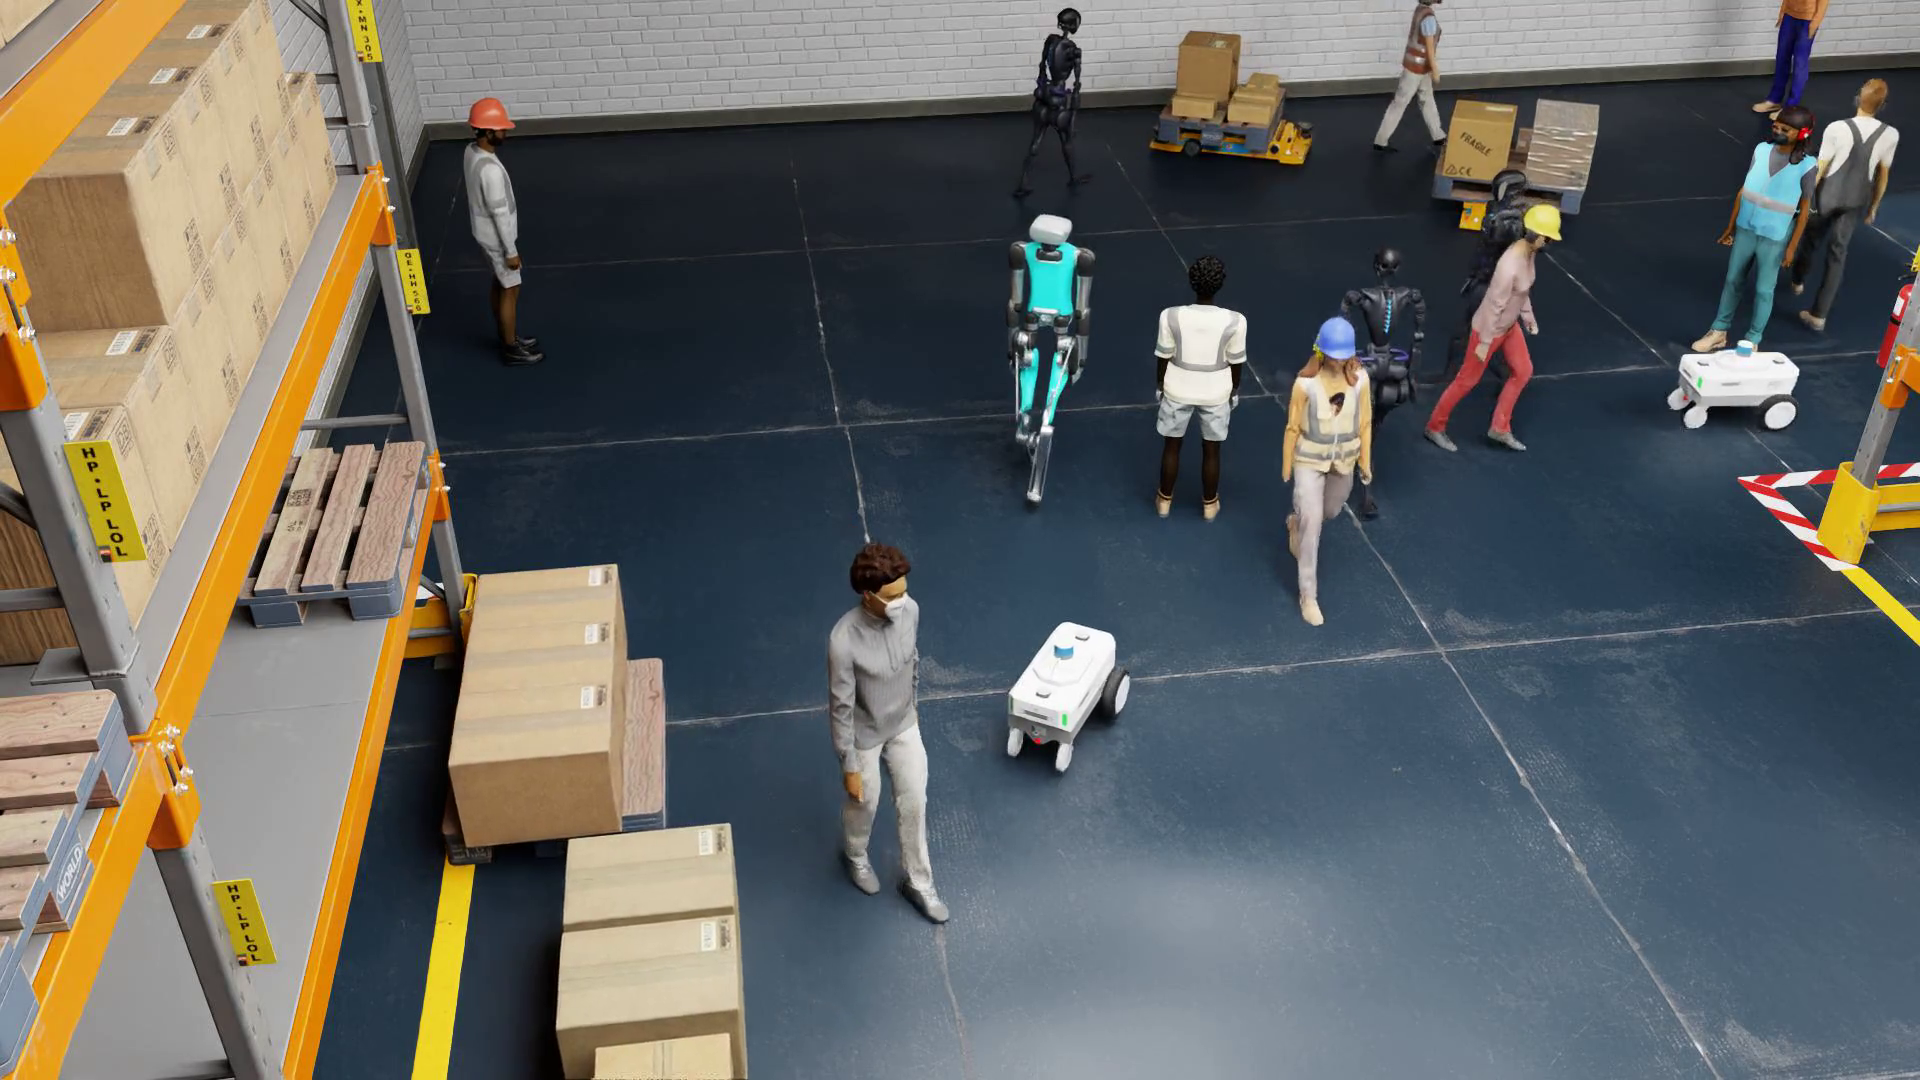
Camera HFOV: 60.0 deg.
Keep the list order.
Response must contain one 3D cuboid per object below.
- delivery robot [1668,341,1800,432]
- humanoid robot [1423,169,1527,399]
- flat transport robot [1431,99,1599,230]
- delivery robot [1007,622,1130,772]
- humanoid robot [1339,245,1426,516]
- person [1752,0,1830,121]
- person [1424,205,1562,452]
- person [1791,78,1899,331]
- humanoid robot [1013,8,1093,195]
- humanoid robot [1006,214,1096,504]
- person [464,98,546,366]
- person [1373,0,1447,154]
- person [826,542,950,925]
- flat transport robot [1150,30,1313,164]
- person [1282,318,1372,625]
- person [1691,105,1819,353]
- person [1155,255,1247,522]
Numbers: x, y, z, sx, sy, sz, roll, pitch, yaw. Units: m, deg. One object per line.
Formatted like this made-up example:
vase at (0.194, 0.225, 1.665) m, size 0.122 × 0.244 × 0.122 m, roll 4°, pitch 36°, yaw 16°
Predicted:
delivery robot at (5.243, -1.049, 11.211) m, size 0.807 × 0.609 × 0.499 m, roll -2°, pitch 33°, yaw -2°
humanoid robot at (3.601, -1.711, 11.230) m, size 0.558 × 1.639 × 0.608 m, roll -5°, pitch 34°, yaw -8°
flat transport robot at (4.743, -2.995, 14.441) m, size 0.659 × 0.231 × 1.431 m, roll 11°, pitch 35°, yaw 16°
delivery robot at (0.527, 0.751, 8.448) m, size 0.499 × 0.602 × 0.801 m, roll 15°, pitch 36°, yaw 21°
humanoid robot at (2.521, -1.003, 10.135) m, size 0.584 × 1.627 × 0.742 m, roll -2°, pitch 33°, yaw -3°
person at (8.123, -5.074, 16.077) m, size 0.404 × 1.972 × 0.518 m, roll -11°, pitch 35°, yaw -16°
person at (3.447, -1.335, 10.577) m, size 0.746 × 1.709 × 0.539 m, roll 21°, pitch 38°, yaw 28°
person at (6.506, -2.512, 12.320) m, size 0.578 × 1.783 × 0.989 m, roll 9°, pitch 34°, yaw 14°
humanoid robot at (0.827, -3.790, 14.406) m, size 0.753 × 1.622 × 0.611 m, roll -21°, pitch 38°, yaw -28°
humanoid robot at (0.472, -1.012, 10.113) m, size 0.532 × 1.782 × 1.010 m, roll 8°, pitch 34°, yaw 13°
person at (-3.193, -2.131, 11.610) m, size 0.387 × 1.924 × 0.547 m, roll -16°, pitch 37°, yaw -23°
person at (4.277, -4.335, 15.228) m, size 0.820 × 1.651 × 0.456 m, roll 6°, pitch 34°, yaw 9°
person at (-0.328, 0.827, 7.116) m, size 0.557 × 1.869 × 0.662 m, roll -24°, pitch 40°, yaw -32°
flat transport robot at (2.565, -3.801, 15.677) m, size 1.431 × 0.231 × 0.659 m, roll 9°, pitch 34°, yaw 14°
person at (2.003, -0.479, 9.231) m, size 0.471 × 1.747 × 0.824 m, roll -5°, pitch 34°, yaw -8°
person at (5.626, -2.130, 11.655) m, size 0.375 × 1.865 × 0.541 m, roll -22°, pitch 39°, yaw -30°
person at (1.414, -0.881, 9.902) m, size 0.535 × 1.691 × 0.319 m, roll 6°, pitch 34°, yaw 9°
